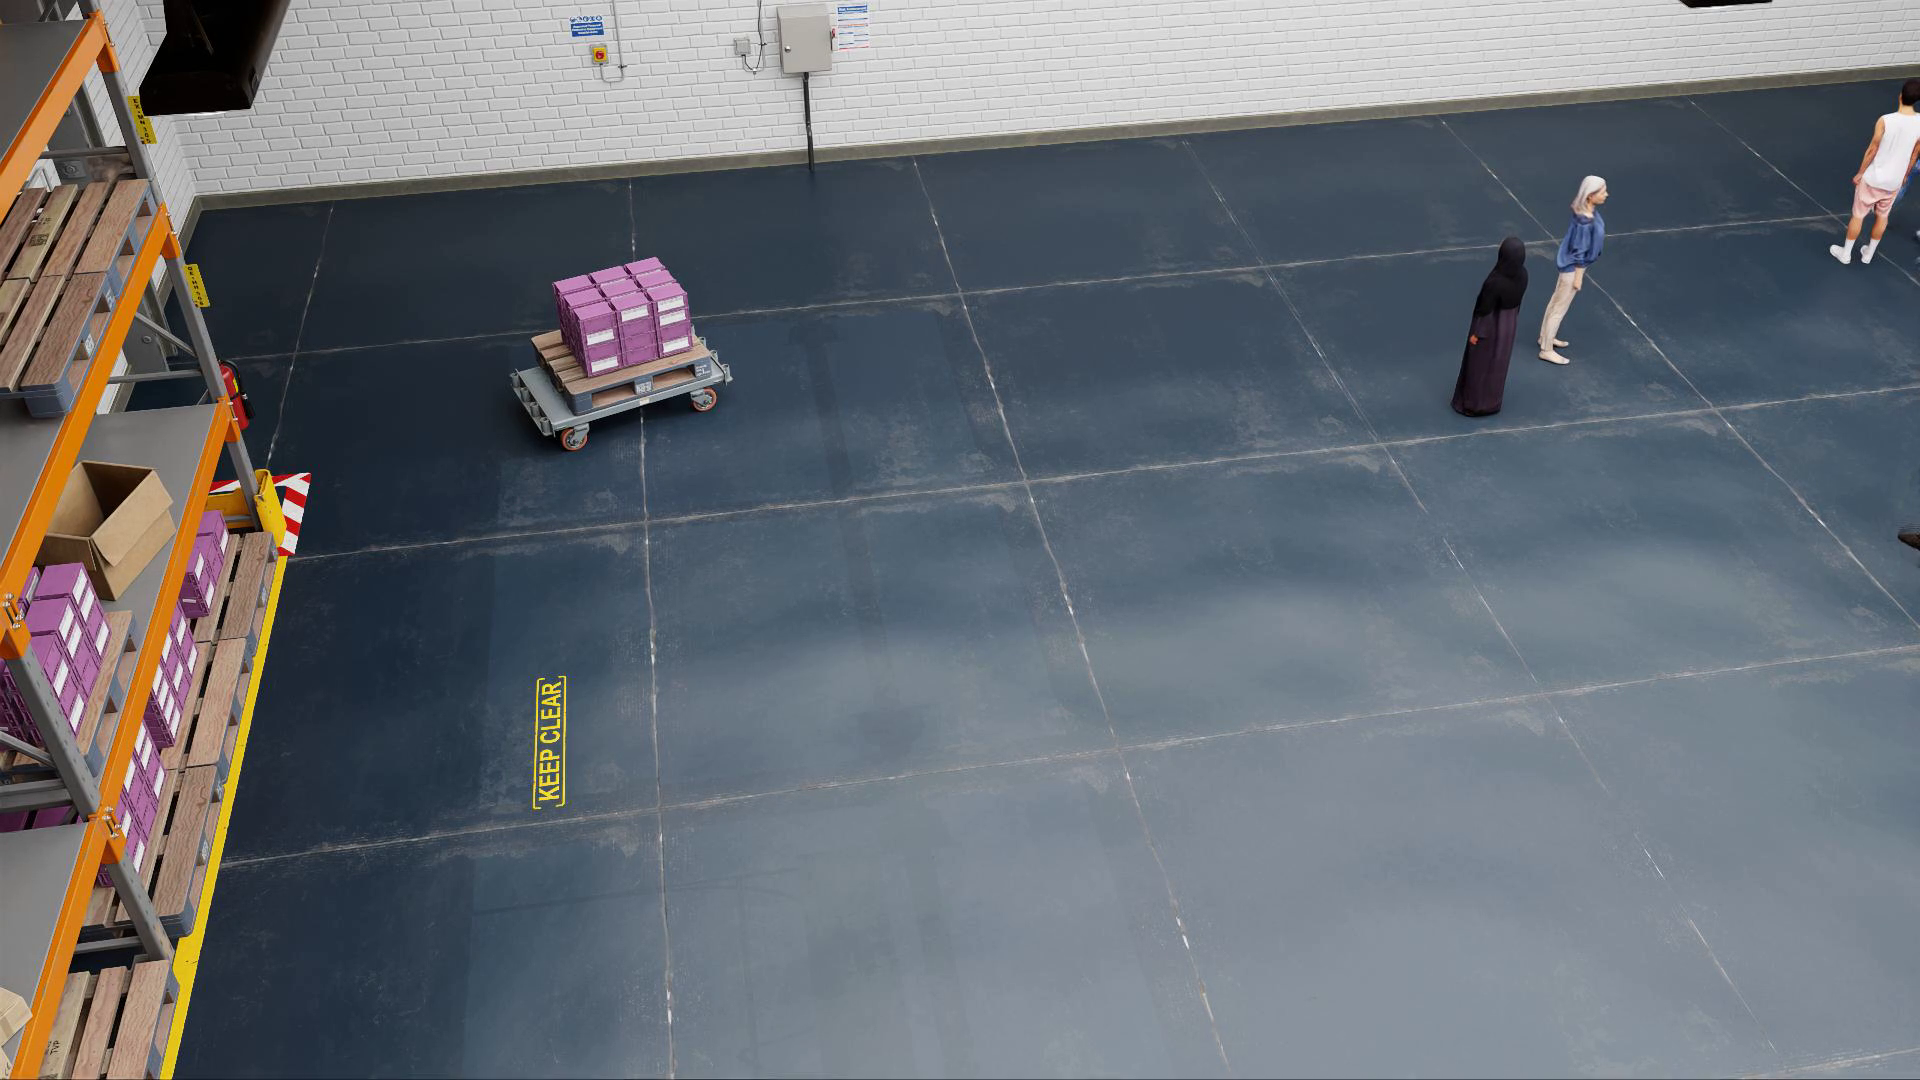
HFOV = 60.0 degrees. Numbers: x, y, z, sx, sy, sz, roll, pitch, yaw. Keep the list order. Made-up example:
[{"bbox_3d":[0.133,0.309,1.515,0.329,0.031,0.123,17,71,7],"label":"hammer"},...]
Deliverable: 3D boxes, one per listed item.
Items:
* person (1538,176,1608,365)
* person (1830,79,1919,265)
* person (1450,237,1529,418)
[{"bbox_3d":[5.245,-2.337,14.256,0.758,1.697,0.643,10,40,12],"label":"person"},{"bbox_3d":[8.626,-3.414,15.531,0.703,1.788,0.674,4,39,5],"label":"person"},{"bbox_3d":[4.366,-1.747,13.584,0.684,1.614,0.690,-19,42,-22],"label":"person"}]
